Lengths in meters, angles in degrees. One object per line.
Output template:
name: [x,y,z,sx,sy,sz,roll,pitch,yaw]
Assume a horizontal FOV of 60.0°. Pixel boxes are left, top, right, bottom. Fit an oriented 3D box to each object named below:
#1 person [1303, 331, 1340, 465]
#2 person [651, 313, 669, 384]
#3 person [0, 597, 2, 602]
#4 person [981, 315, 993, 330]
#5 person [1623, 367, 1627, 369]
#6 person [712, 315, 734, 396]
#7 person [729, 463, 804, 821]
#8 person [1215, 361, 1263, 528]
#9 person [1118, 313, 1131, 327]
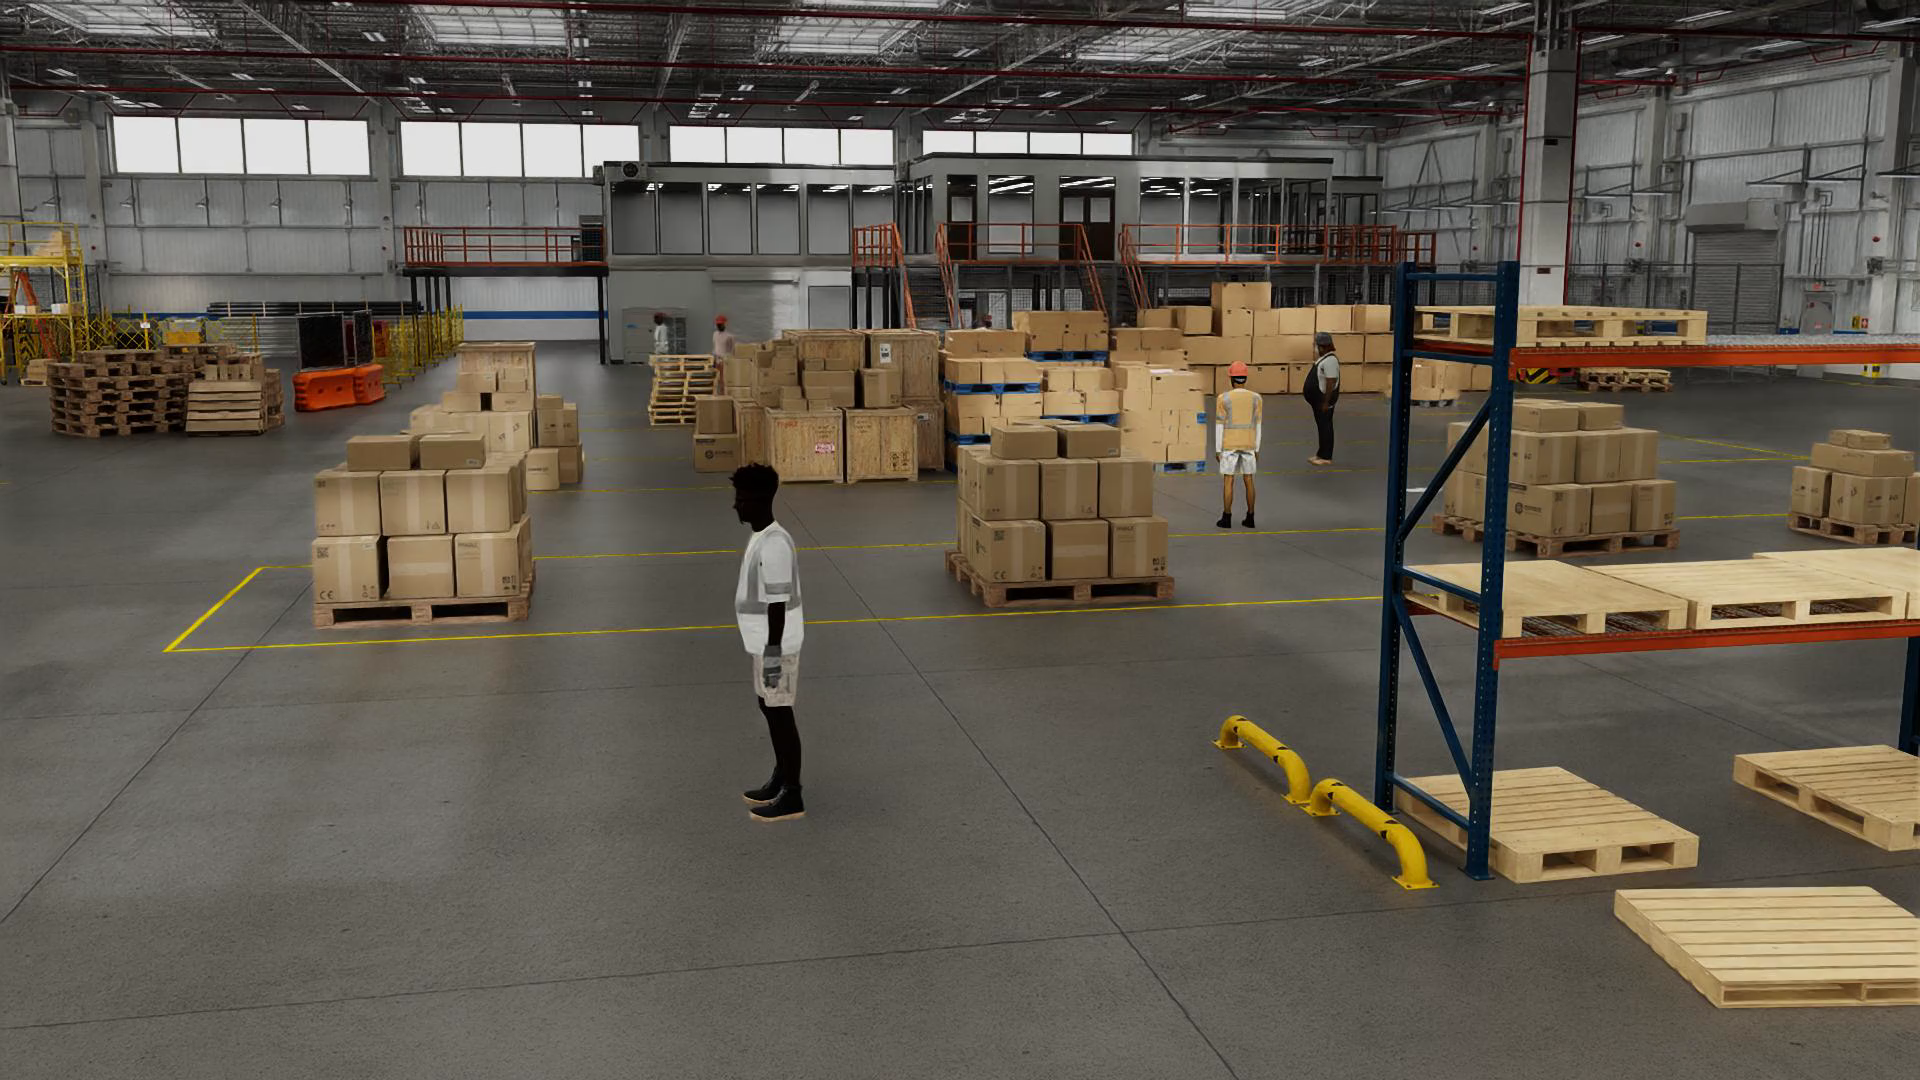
person: [5.492,-2.156,25.319,0.536,2.000,0.688,1,9,4]
person: [-7.564,-4.759,41.701,0.526,1.867,0.615,-5,11,-28]
person: [-6.505,0.322,10.738,0.537,1.869,0.314,-6,11,-31]
person: [0.733,-4.510,40.287,0.956,1.839,0.580,-4,10,-21]
person: [17.130,-5.018,43.047,0.404,1.945,0.616,5,11,28]
person: [-5.145,-3.962,36.547,0.626,1.968,0.772,9,13,43]
person: [-1.048,0.550,9.096,0.386,1.958,0.604,-2,10,-14]
person: [3.205,-1.095,19.215,0.541,1.928,0.398,-1,9,-8]
person: [4.245,-4.879,42.546,0.341,1.838,0.509,-9,13,-43]
